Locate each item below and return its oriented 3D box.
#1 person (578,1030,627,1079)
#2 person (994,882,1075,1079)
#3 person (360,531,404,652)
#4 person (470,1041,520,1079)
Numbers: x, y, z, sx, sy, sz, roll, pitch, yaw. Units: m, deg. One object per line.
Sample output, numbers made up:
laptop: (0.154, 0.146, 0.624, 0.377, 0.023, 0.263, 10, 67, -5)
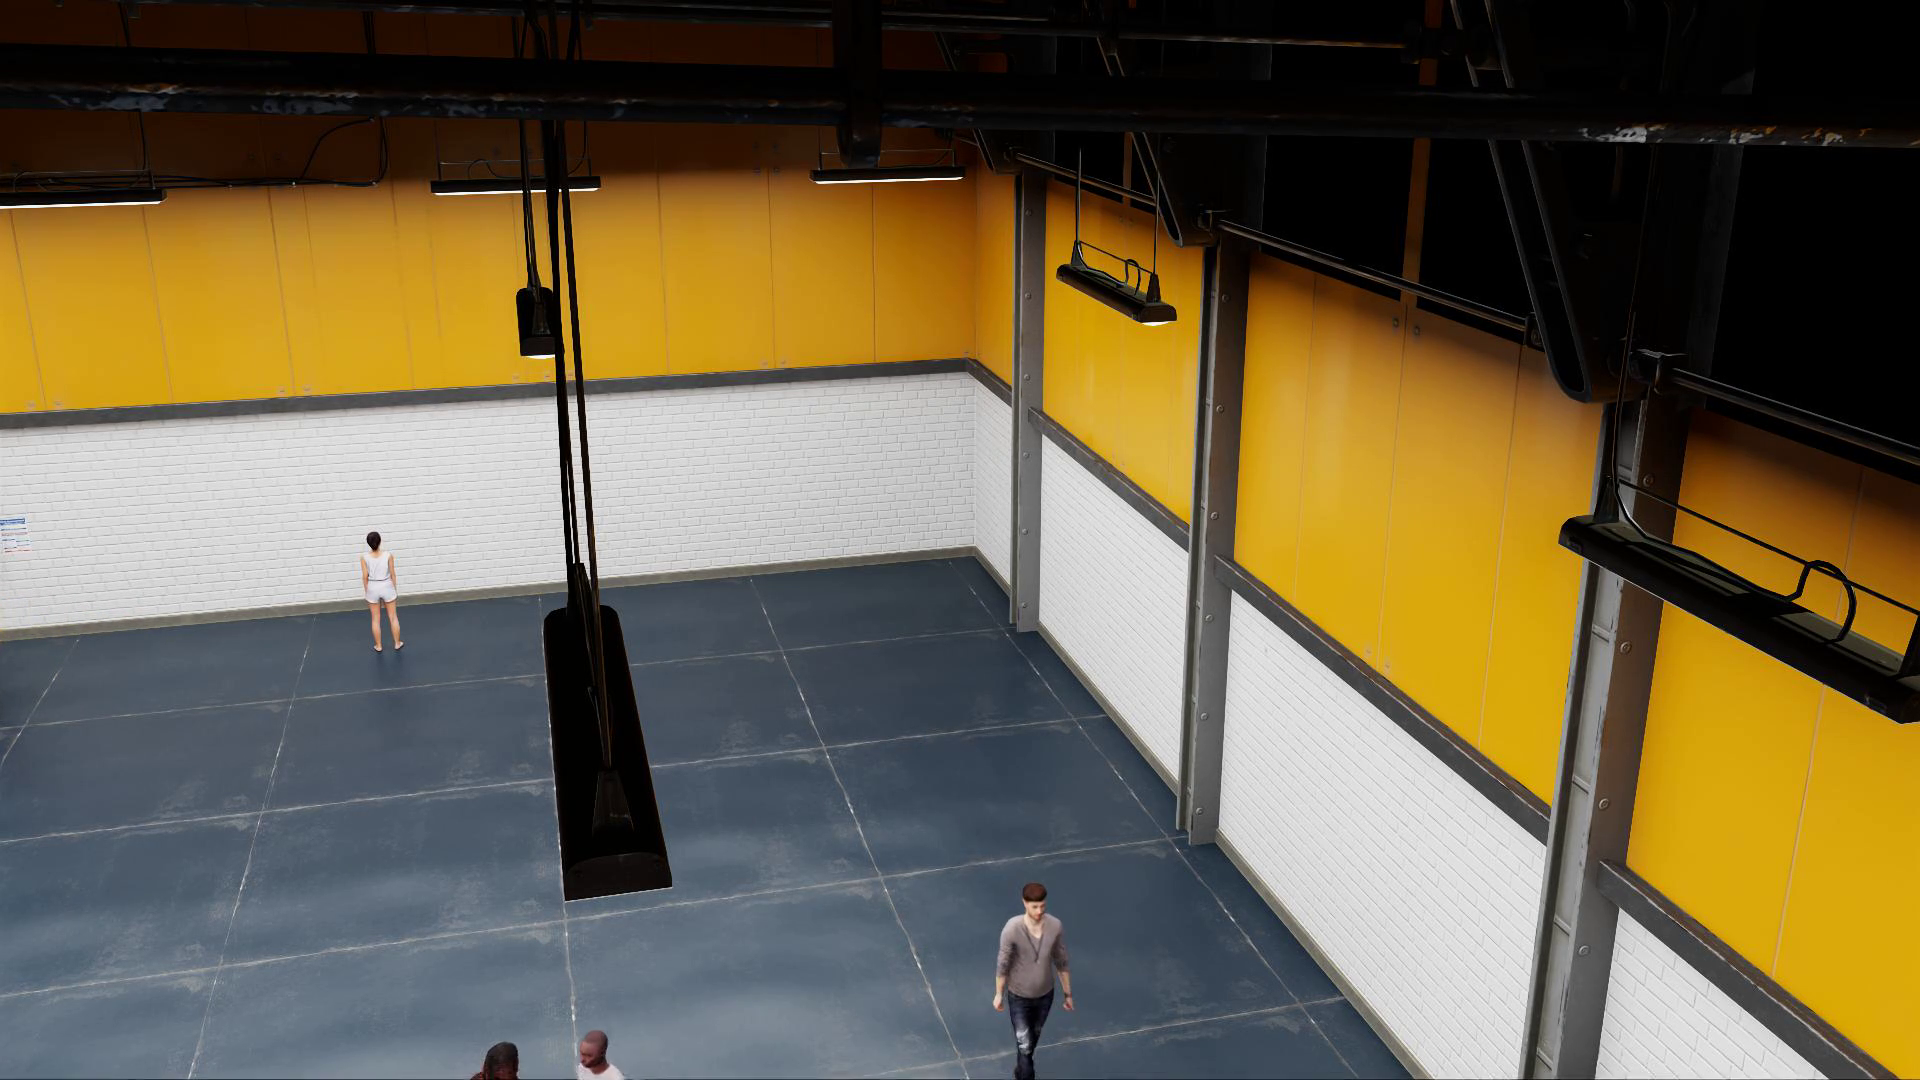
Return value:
person: (-2.286, 4.039, 11.254, 1.072, 1.734, 1.096, 12, 22, 31)
person: (0.513, 3.436, 12.815, 0.764, 1.880, 1.031, -6, 20, -18)
person: (-7.493, 0.654, 21.502, 0.571, 1.608, 0.533, -6, 19, -17)
person: (-3.101, 4.138, 11.148, 0.946, 1.613, 1.085, 6, 19, 17)
